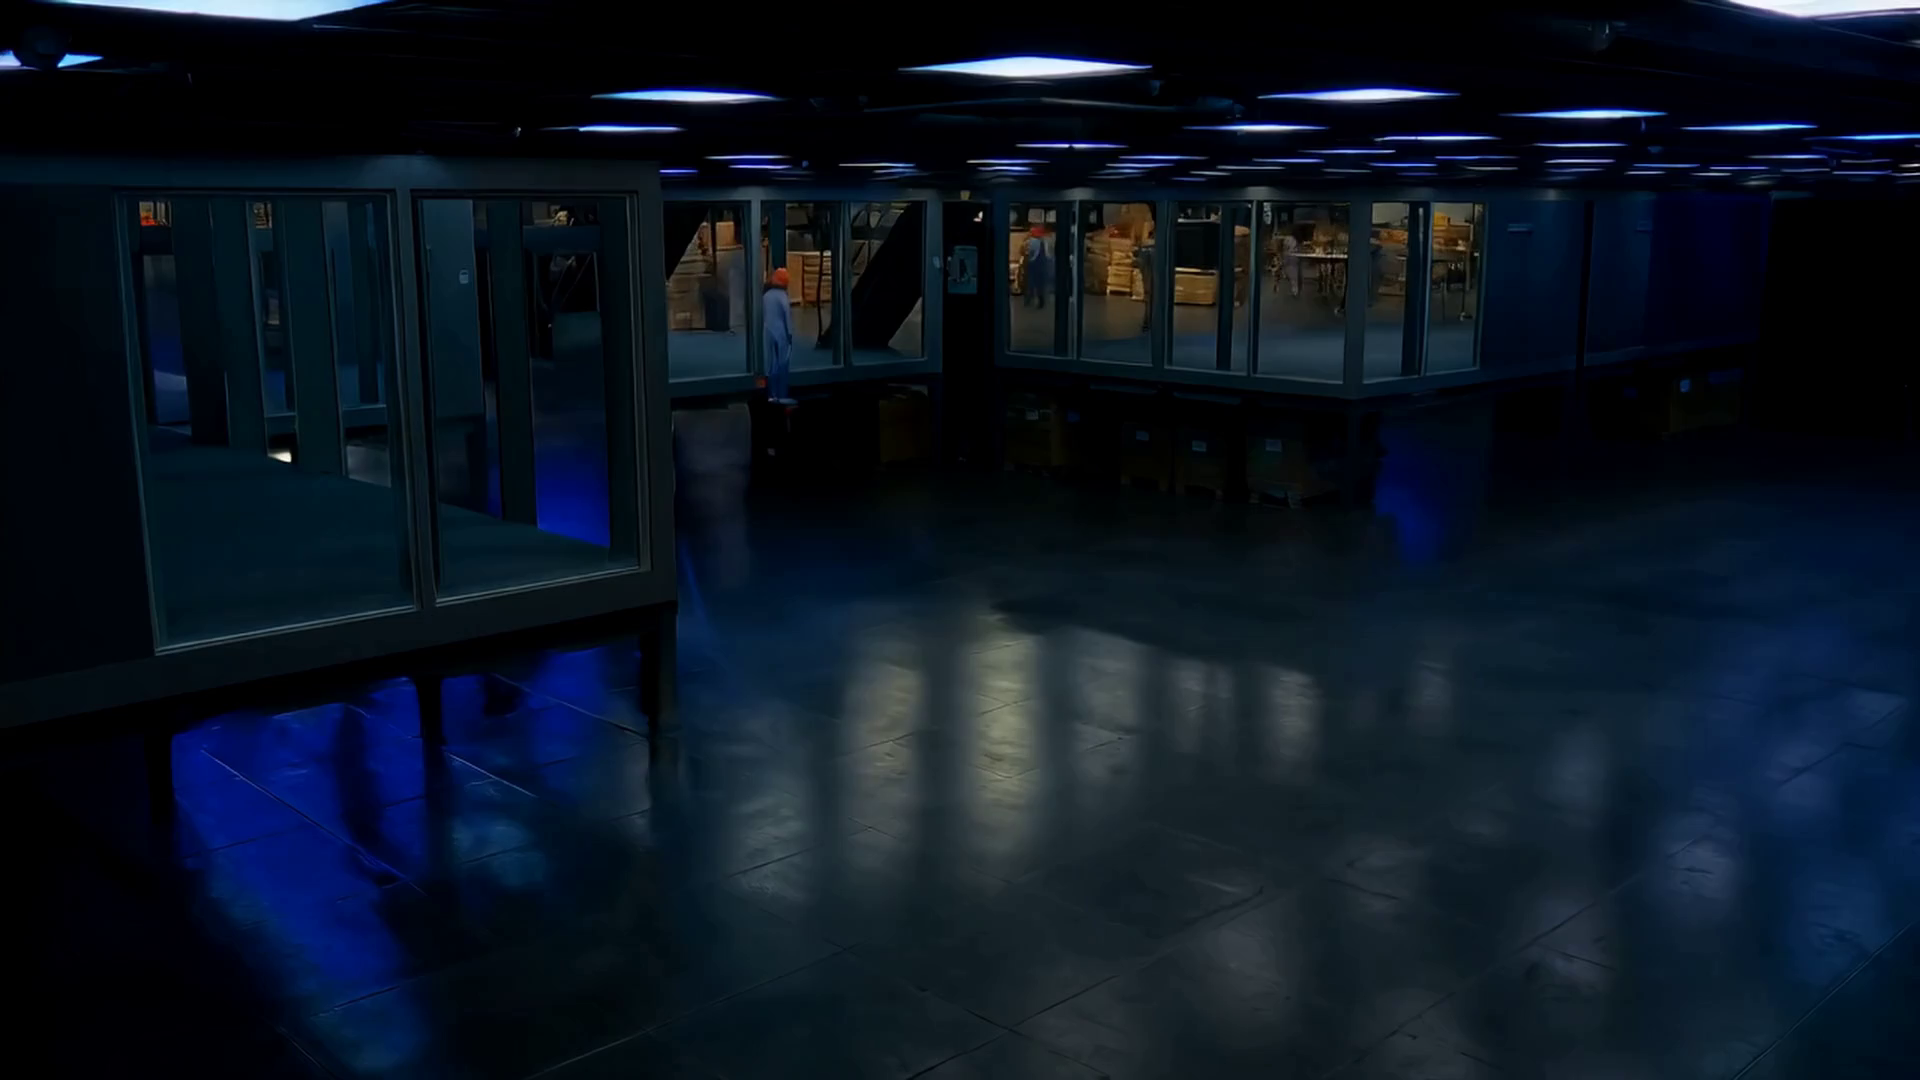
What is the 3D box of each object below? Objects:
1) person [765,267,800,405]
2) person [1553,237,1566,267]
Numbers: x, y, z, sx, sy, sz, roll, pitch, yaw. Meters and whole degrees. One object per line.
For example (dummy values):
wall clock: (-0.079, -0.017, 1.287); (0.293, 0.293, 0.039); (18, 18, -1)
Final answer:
person: (-2.136, -2.429, 19.817); (0.278, 1.634, 0.498); (-9, 14, -38)
person: (16.967, -8.008, 47.194); (0.326, 1.871, 0.520); (-5, 12, -23)
